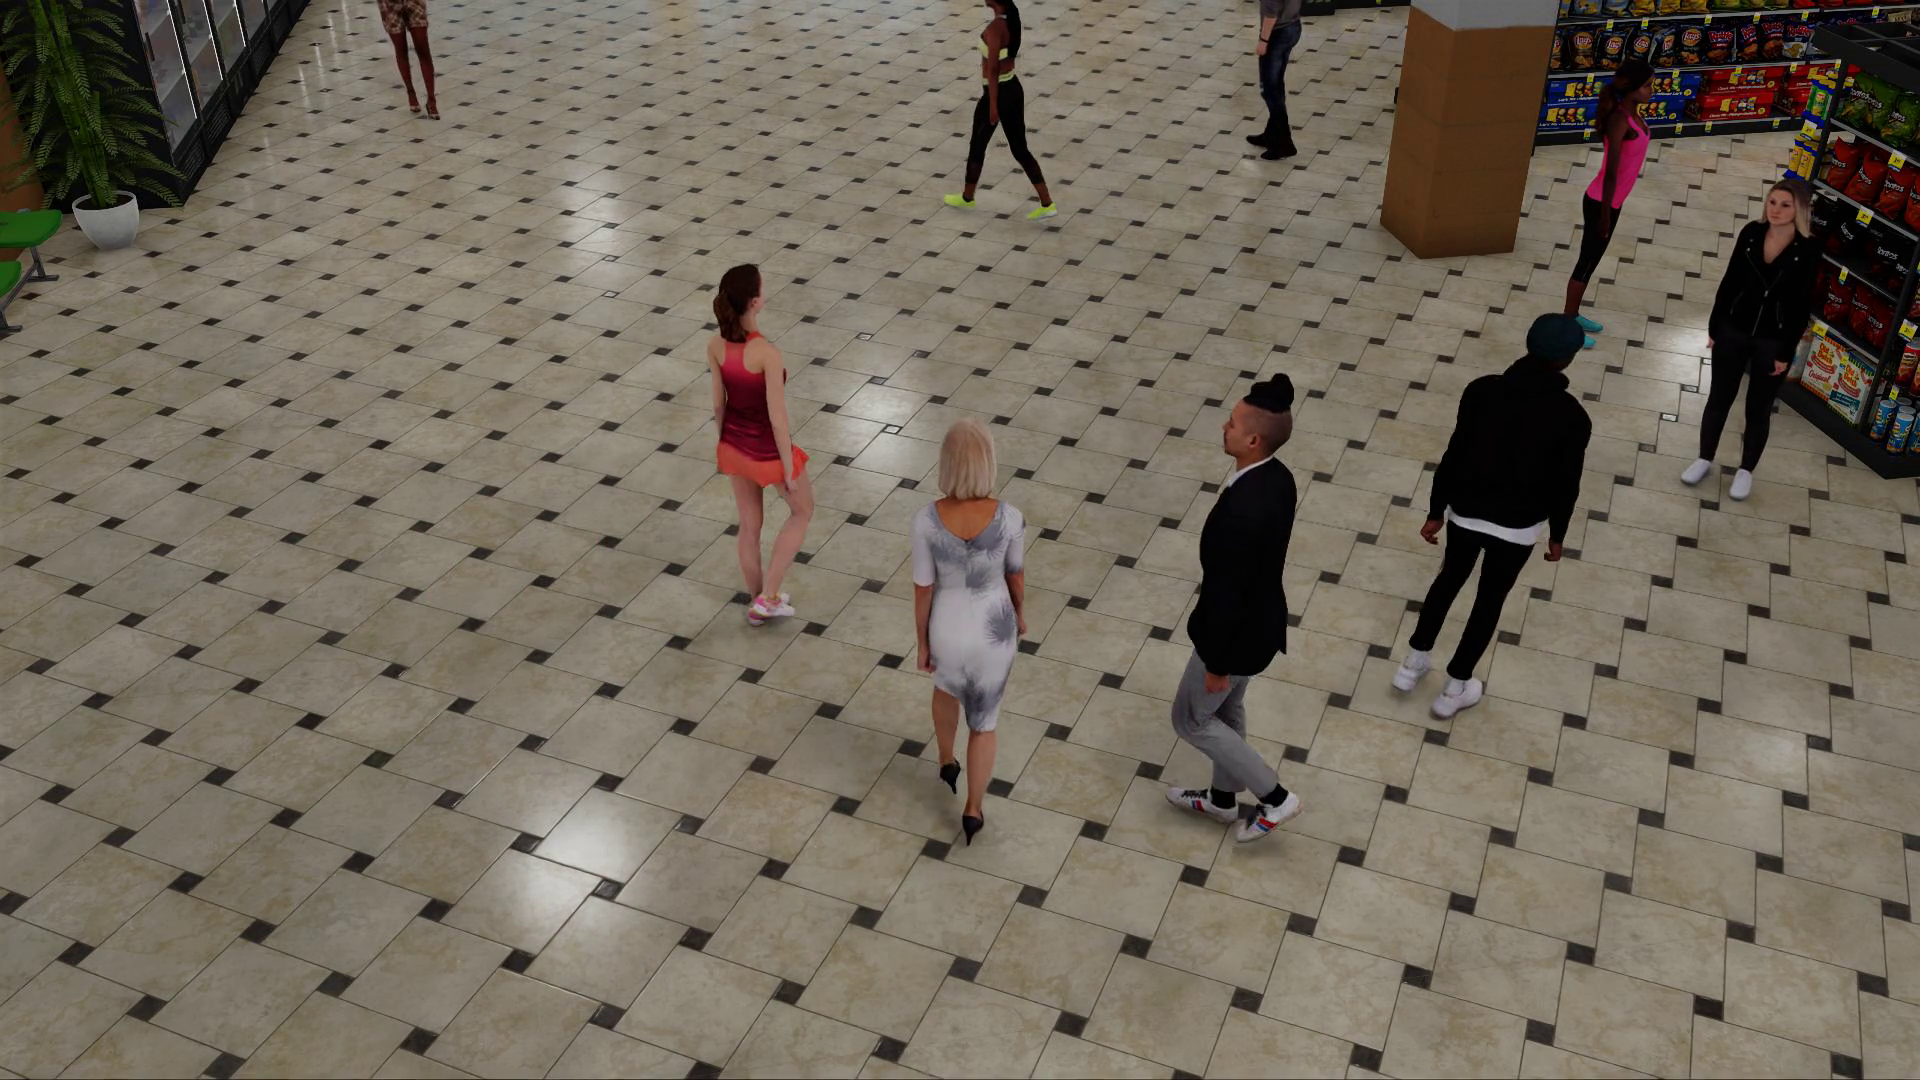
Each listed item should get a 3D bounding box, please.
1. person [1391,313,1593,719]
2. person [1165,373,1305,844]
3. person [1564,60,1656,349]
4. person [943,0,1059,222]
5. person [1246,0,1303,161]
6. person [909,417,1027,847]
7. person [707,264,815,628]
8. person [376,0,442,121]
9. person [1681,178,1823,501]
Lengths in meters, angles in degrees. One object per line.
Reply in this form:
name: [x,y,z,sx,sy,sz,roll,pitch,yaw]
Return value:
person: [2.126,-0.059,6.753,0.830,1.779,0.881,14,34,21]
person: [1.088,0.313,6.005,0.978,1.937,0.916,13,34,19]
person: [3.858,-2.017,9.952,0.710,1.722,0.660,17,36,25]
person: [0.372,-3.018,11.572,1.178,1.710,1.100,19,37,28]
person: [2.485,-3.909,12.801,0.972,1.926,0.912,21,37,30]
person: [0.042,0.400,6.064,0.728,1.726,0.731,3,32,5]
person: [-0.924,-0.340,7.232,0.716,1.749,0.777,16,35,24]
person: [-4.625,-4.379,13.712,0.901,1.761,0.785,-13,34,-20]
person: [4.024,-1.008,8.373,0.702,1.678,0.737,25,39,34]
